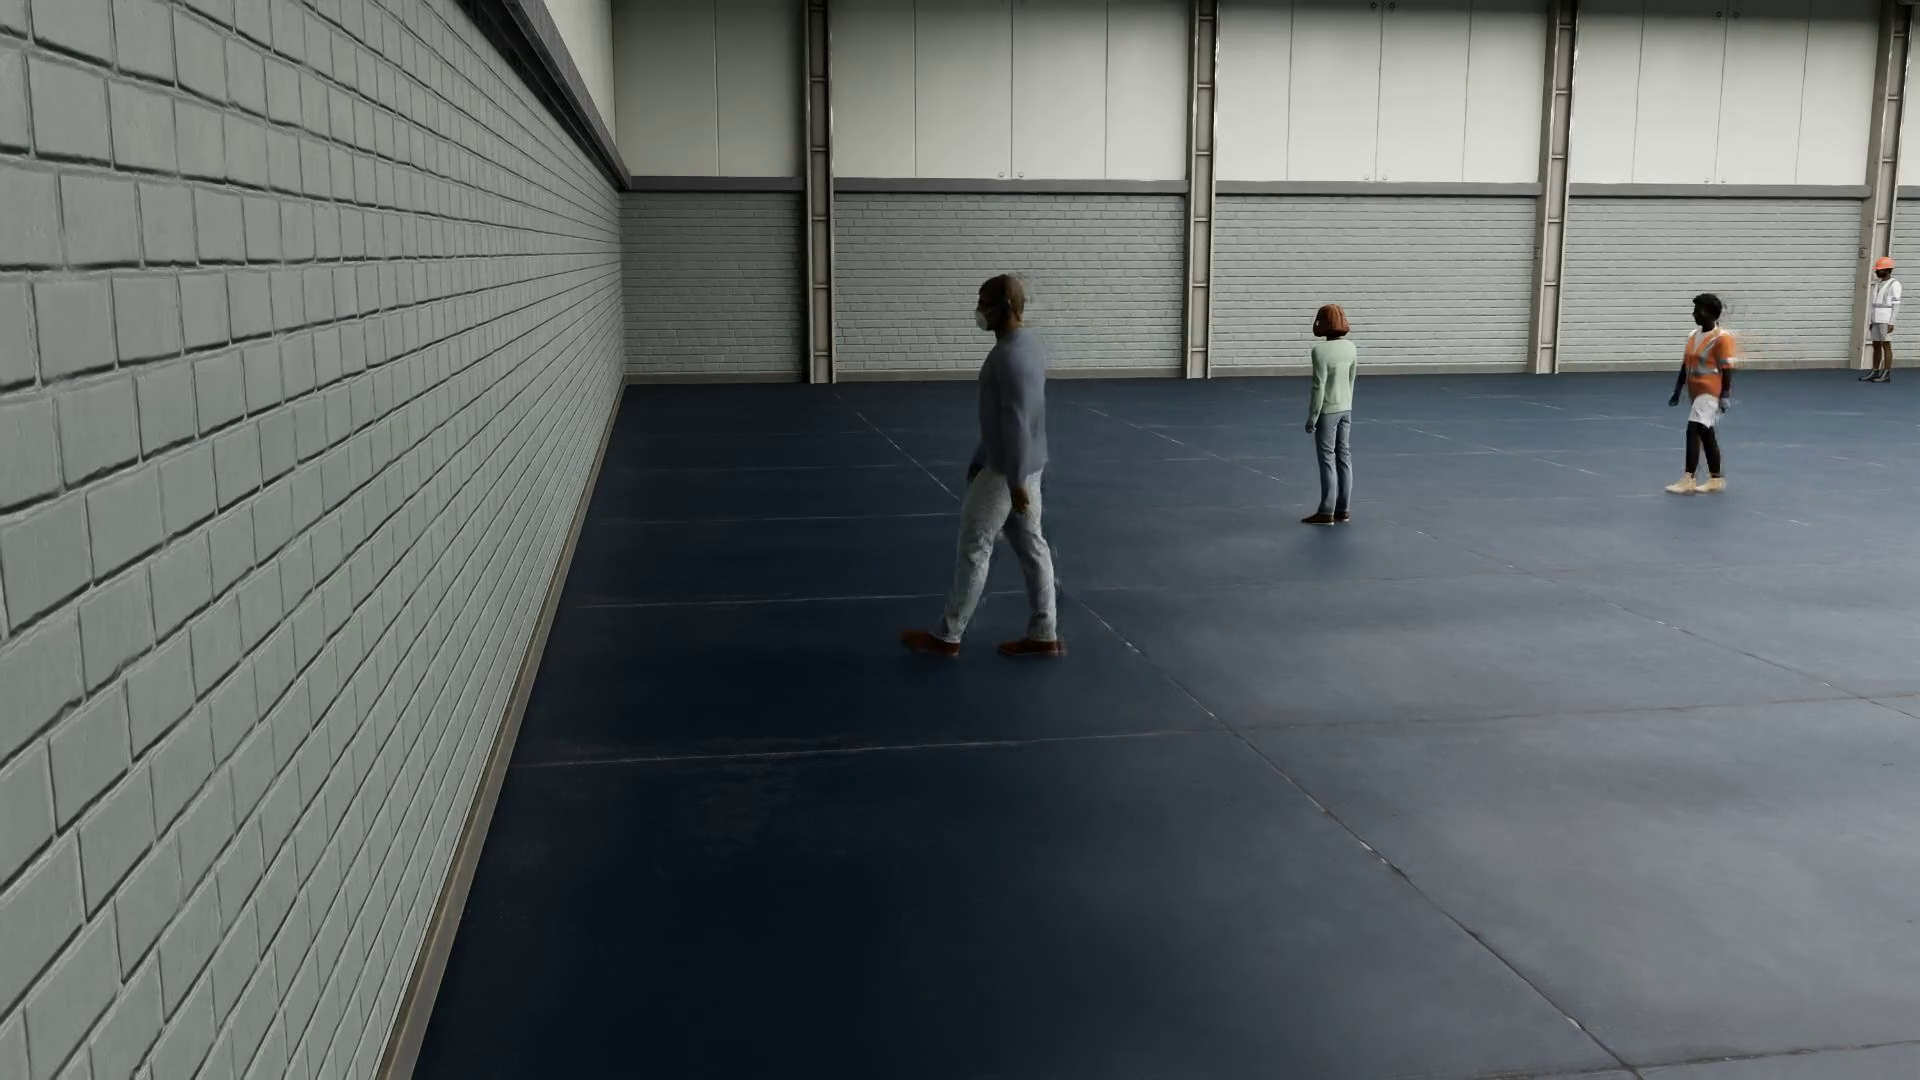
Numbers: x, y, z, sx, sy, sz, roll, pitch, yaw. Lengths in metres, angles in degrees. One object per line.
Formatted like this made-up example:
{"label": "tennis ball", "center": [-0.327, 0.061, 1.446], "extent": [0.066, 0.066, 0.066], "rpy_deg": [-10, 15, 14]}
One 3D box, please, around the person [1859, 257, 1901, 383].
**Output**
{"label": "person", "center": [14.239, -3.394, 25.690], "extent": [0.376, 1.934, 0.547], "rpy_deg": [-1, 10, -5]}

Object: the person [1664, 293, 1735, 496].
{"label": "person", "center": [6.093, -1.200, 13.818], "extent": [0.717, 1.672, 0.540], "rpy_deg": [-1, 10, -4]}

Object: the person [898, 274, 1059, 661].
{"label": "person", "center": [0.101, -0.343, 8.218], "extent": [0.849, 1.908, 0.643], "rpy_deg": [2, 10, 11]}

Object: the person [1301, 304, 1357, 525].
{"label": "person", "center": [2.747, -0.928, 12.351], "extent": [0.498, 1.634, 0.282], "rpy_deg": [-9, 13, -42]}
